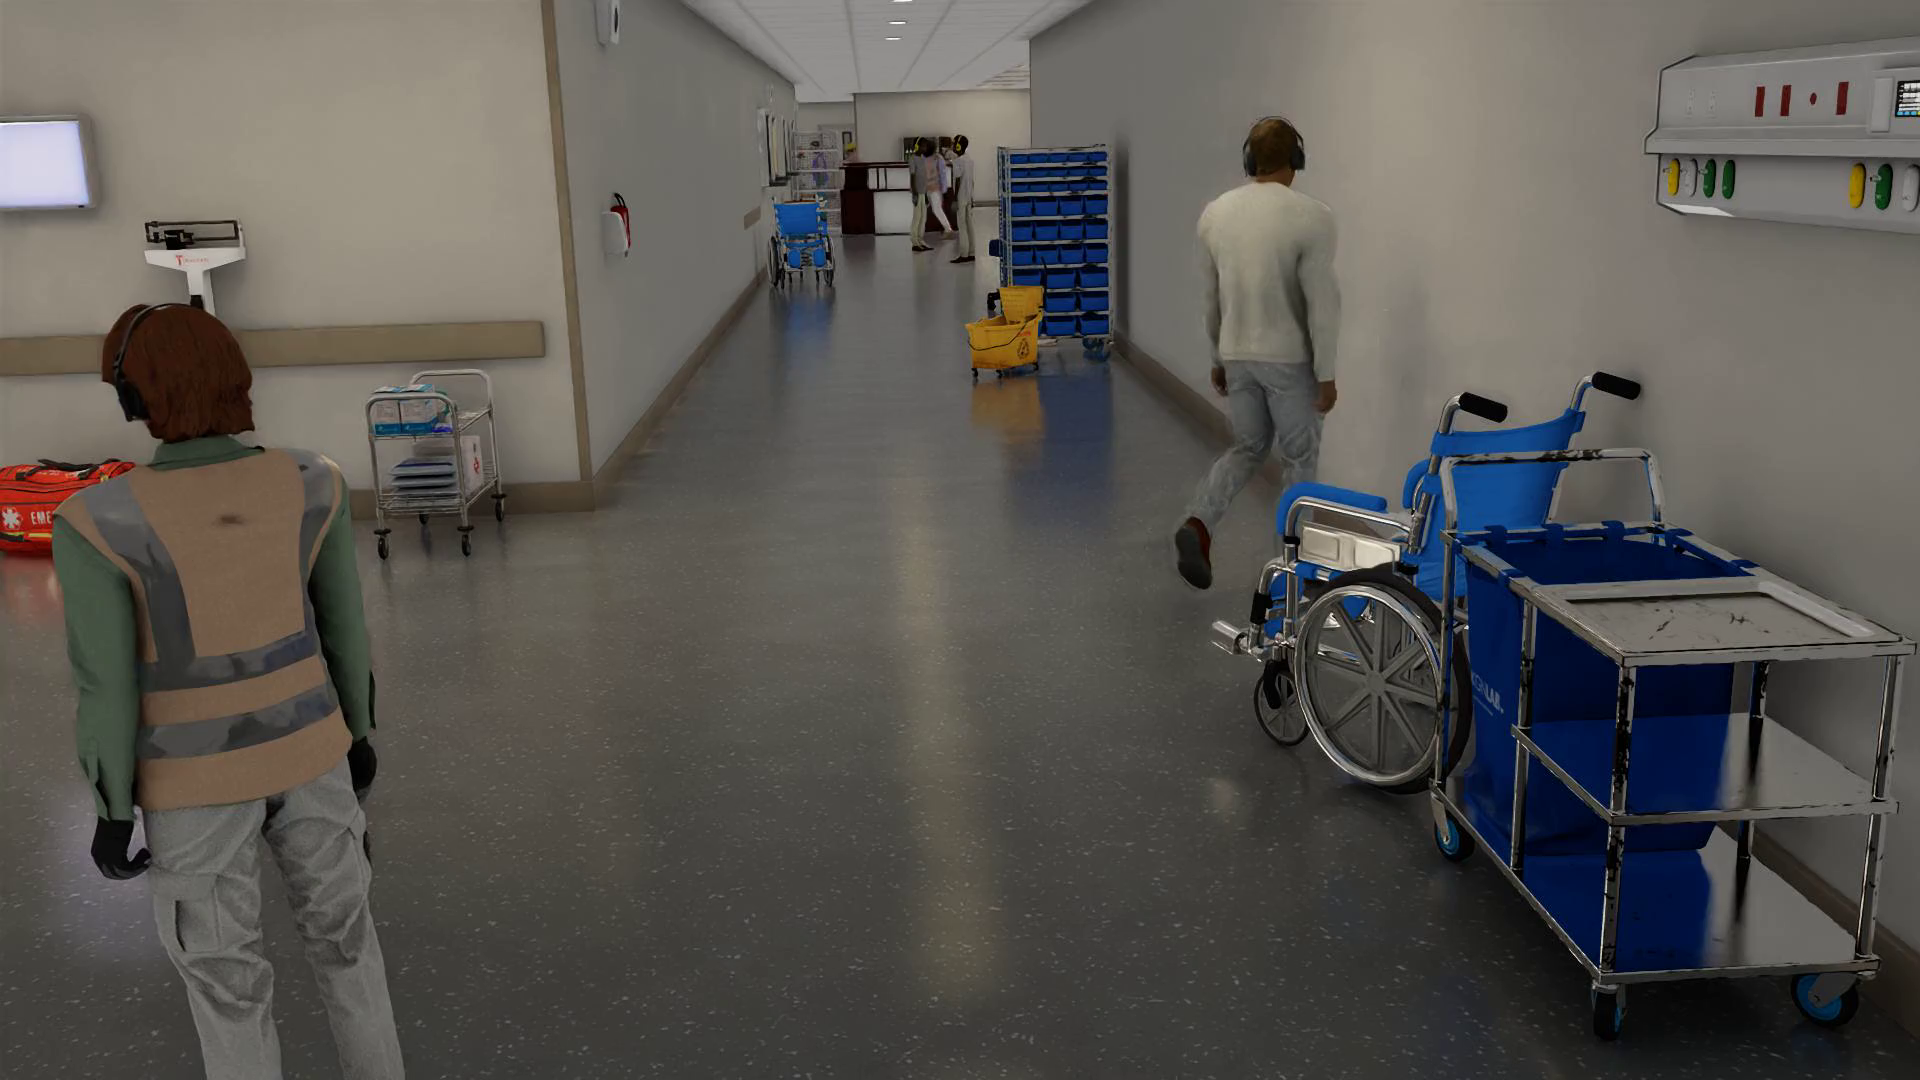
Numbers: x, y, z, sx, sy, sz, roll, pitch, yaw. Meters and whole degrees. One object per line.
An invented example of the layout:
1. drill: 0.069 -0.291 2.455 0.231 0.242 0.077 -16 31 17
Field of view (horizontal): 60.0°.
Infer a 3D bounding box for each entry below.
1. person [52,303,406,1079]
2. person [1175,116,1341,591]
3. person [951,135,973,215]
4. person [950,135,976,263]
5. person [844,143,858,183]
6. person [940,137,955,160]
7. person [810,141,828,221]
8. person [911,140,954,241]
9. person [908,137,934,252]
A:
1. person: -1.237 0.414 2.872 0.310 1.636 0.523 9 17 38
2. person: 1.189 -0.703 6.599 0.692 1.914 0.643 -14 18 -41
3. person: 0.008 -8.591 39.225 0.574 1.881 0.357 8 17 35
4. person: 0.030 -5.056 24.707 0.326 1.876 0.518 7 16 30
5. person: -2.839 -9.182 42.254 0.711 1.741 0.547 4 15 21
6. person: -0.249 -8.492 38.919 0.345 1.846 0.508 -11 17 -34
7. person: -3.244 -8.314 38.563 0.388 1.837 0.564 -4 14 -10
8. person: -0.530 -6.379 30.372 0.698 1.818 0.587 8 17 36
9. person: -0.656 -5.711 27.507 0.329 1.865 0.508 4 15 21
